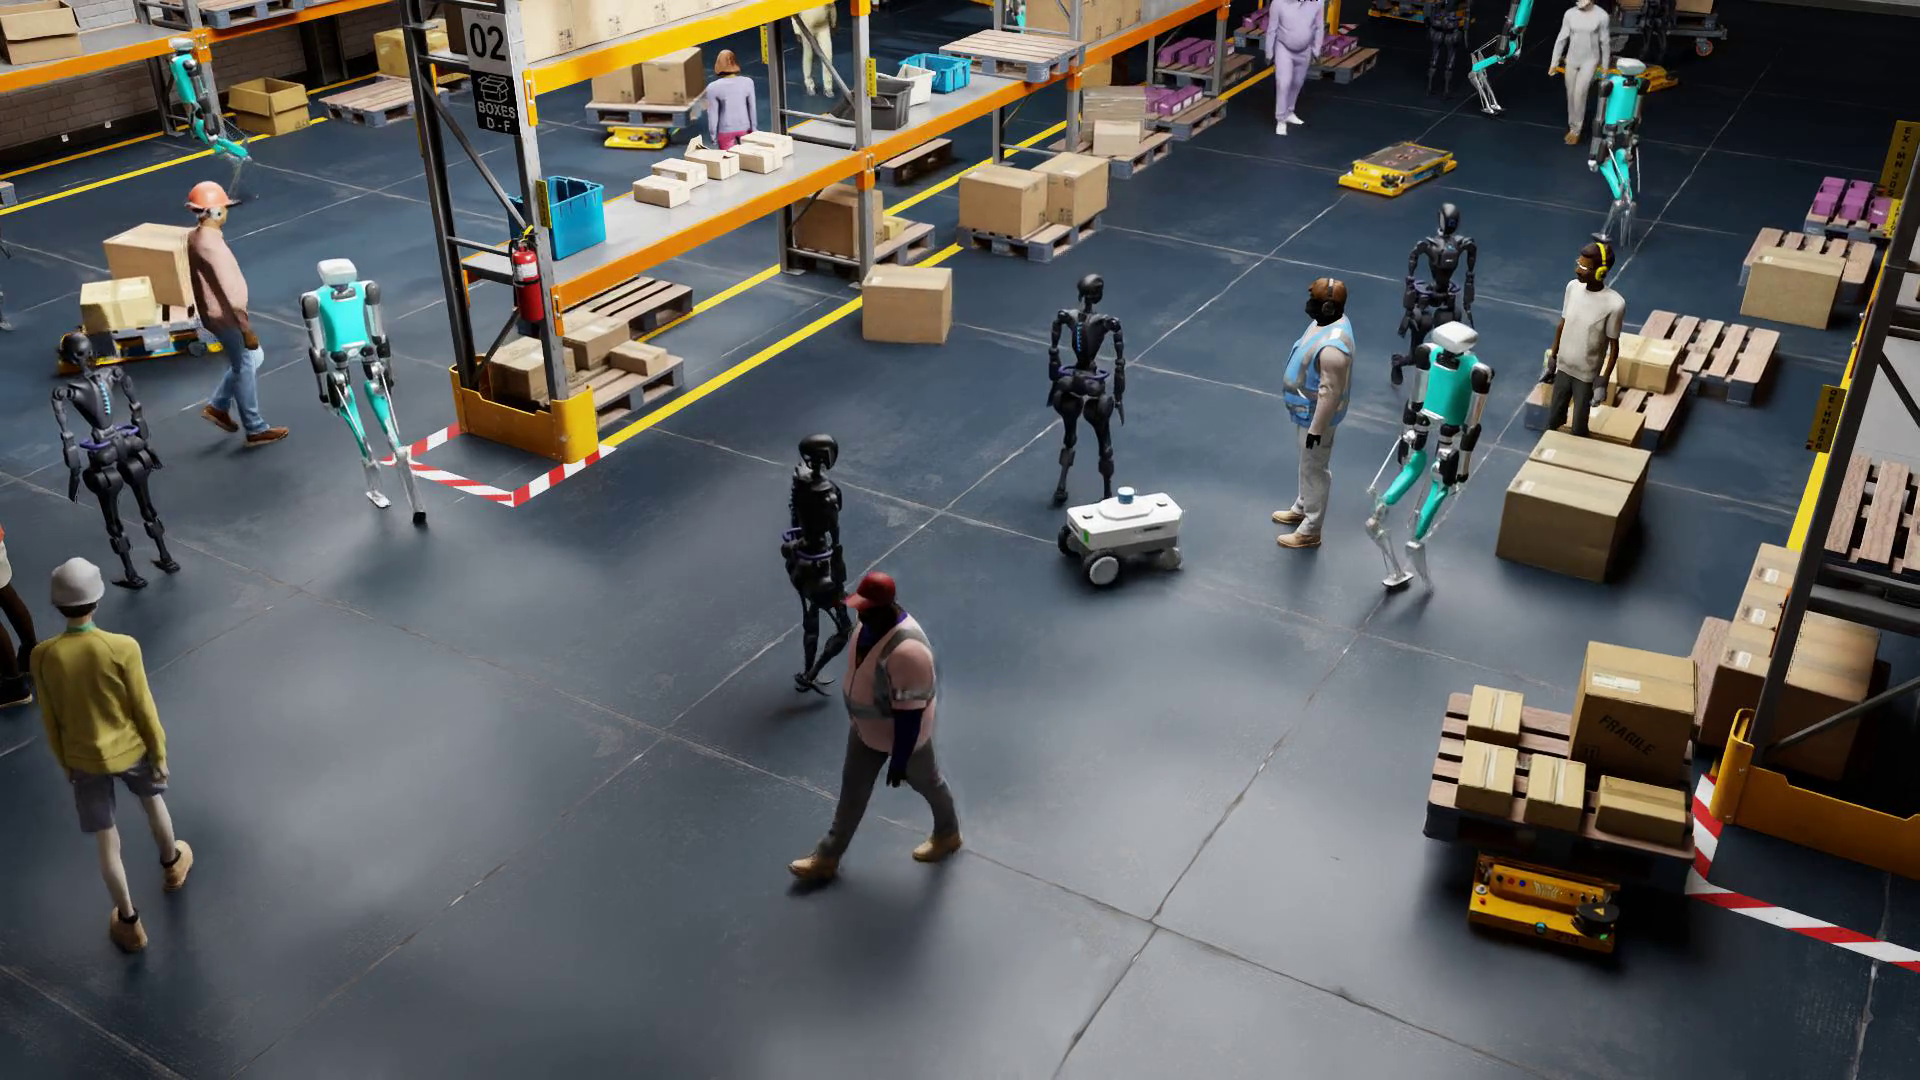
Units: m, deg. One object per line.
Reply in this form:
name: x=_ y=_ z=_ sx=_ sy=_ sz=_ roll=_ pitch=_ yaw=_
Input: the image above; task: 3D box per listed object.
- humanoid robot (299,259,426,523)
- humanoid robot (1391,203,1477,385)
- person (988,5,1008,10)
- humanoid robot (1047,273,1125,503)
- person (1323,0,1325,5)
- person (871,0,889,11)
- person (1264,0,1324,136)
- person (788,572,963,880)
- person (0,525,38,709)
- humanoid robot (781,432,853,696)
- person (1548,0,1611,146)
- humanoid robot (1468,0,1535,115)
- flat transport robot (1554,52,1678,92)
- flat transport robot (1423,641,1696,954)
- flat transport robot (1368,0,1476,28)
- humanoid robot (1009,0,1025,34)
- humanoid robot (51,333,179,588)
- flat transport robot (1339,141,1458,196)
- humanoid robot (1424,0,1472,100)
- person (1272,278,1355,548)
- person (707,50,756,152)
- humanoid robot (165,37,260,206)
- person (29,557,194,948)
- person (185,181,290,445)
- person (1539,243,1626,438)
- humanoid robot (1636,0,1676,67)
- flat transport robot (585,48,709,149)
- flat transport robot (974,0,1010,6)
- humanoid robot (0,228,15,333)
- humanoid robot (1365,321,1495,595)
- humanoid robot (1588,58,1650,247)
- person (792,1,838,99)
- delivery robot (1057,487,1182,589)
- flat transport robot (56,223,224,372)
humanoid robot: x=-3.927 y=-0.911 z=11.141 sx=0.544 sy=1.860 sz=0.836 roll=-22 pitch=36 yaw=-34
humanoid robot: x=3.633 y=-1.819 z=12.757 sx=0.583 sy=1.633 sz=0.688 roll=-4 pitch=30 yaw=-8
person: x=0.574 y=-9.041 z=25.243 sx=0.455 sy=1.933 sz=0.538 roll=13 pitch=32 yaw=22
humanoid robot: x=0.842 y=-1.008 z=11.300 sx=0.590 sy=1.643 sz=0.382 roll=14 pitch=32 yaw=23
person: x=5.635 y=-9.118 z=25.475 sx=0.429 sy=1.839 sz=0.632 roll=20 pitch=35 yaw=31
person: x=-1.299 y=-9.057 z=25.296 sx=0.621 sy=1.916 sz=0.482 roll=-6 pitch=30 yaw=-10
person: x=3.887 y=-5.729 z=19.467 sx=0.661 sy=1.862 sz=0.699 roll=-5 pitch=30 yaw=-8
person: x=-0.375 y=0.898 z=7.897 sx=0.922 sy=1.698 sz=0.628 roll=-19 pitch=34 yaw=-29
person: x=-5.507 y=0.023 z=9.191 sx=0.383 sy=1.957 sz=0.602 roll=-4 pitch=30 yaw=-7
humanoid robot: x=-0.826 y=0.144 z=9.262 sx=0.372 sy=1.647 sz=0.609 roll=-16 pitch=33 yaw=-26
person: x=7.066 y=-5.437 z=18.949 sx=0.583 sy=1.850 sz=0.708 roll=24 pitch=37 yaw=36
humanoid robot: x=6.422 y=-5.970 z=19.874 sx=0.735 sy=1.677 sz=0.533 roll=24 pitch=37 yaw=36
flat transport robot: x=8.605 y=-6.151 z=21.823 sx=0.659 sy=0.231 sz=1.431 roll=-20 pitch=35 yaw=-31
flat transport robot: x=2.966 y=1.470 z=8.341 sx=0.659 sy=0.231 sz=1.431 roll=10 pitch=31 yaw=18
flat transport robot: x=6.910 y=-7.882 z=24.884 sx=0.659 sy=0.231 sz=1.431 roll=-26 pitch=39 yaw=-38
humanoid robot: x=0.900 y=-6.844 z=21.615 sx=0.530 sy=1.841 sz=0.764 roll=0 pitch=29 yaw=0
humanoid robot: x=-5.309 y=-0.508 z=10.407 sx=0.313 sy=1.652 sz=0.610 roll=15 pitch=33 yaw=25
flat transport robot: x=4.784 y=-4.048 z=18.102 sx=0.659 sy=0.231 sz=1.431 roll=24 pitch=37 yaw=36
humanoid robot: x=6.094 y=-6.387 z=20.794 sx=0.315 sy=1.657 sz=0.599 roll=-24 pitch=37 yaw=-36
person: x=2.297 y=-0.827 z=10.807 sx=0.429 sy=1.844 sz=0.626 roll=3 pitch=30 yaw=5
person: x=-2.305 y=-4.143 z=16.893 sx=0.501 sy=1.628 sz=0.282 roll=-11 pitch=31 yaw=-19
humanoid robot: x=-7.535 y=-4.227 z=17.028 sx=0.544 sy=1.892 sz=0.773 roll=26 pitch=38 yaw=37
person: x=-3.896 y=0.977 z=7.637 sx=0.481 sy=1.837 sz=0.683 roll=-11 pitch=31 yaw=-18
person: x=-5.316 y=-1.603 z=12.043 sx=0.494 sy=1.977 sz=0.648 roll=-17 pitch=34 yaw=-27
person: x=4.189 y=-1.127 z=11.312 sx=0.314 sy=1.866 sz=0.534 roll=-15 pitch=33 yaw=-25
humanoid robot: x=9.024 y=-6.757 z=21.456 sx=0.613 sy=1.644 sz=0.398 roll=-14 pitch=33 yaw=-24
flat transport robot: x=-3.645 y=-4.896 z=19.602 sx=0.659 sy=0.231 sz=1.431 roll=4 pitch=30 yaw=7
flat transport robot: x=0.941 y=-8.619 z=26.189 sx=1.431 sy=0.231 sz=0.659 roll=-22 pitch=36 yaw=-34
humanoid robot: x=-8.347 y=-2.516 z=13.965 sx=0.598 sy=1.646 sz=0.317 roll=-16 pitch=33 yaw=-26
humanoid robot: x=2.792 y=-0.406 z=10.235 sx=0.734 sy=1.845 sz=0.532 roll=-21 pitch=36 yaw=-32
humanoid robot: x=6.361 y=-3.587 z=15.908 sx=0.541 sy=1.904 sz=0.713 roll=-9 pitch=31 yaw=-16
person: x=-1.783 y=-6.380 z=20.748 sx=0.599 sy=1.717 sz=0.750 roll=-10 pitch=31 yaw=-18
delivery robot: x=1.046 y=-0.061 z=10.739 sx=0.754 sy=0.575 sz=0.499 roll=-9 pitch=31 yaw=-16
flat transport robot: x=-6.762 y=-1.708 z=13.964 sx=1.431 sy=0.231 sz=0.659 roll=-11 pitch=31 yaw=-19
